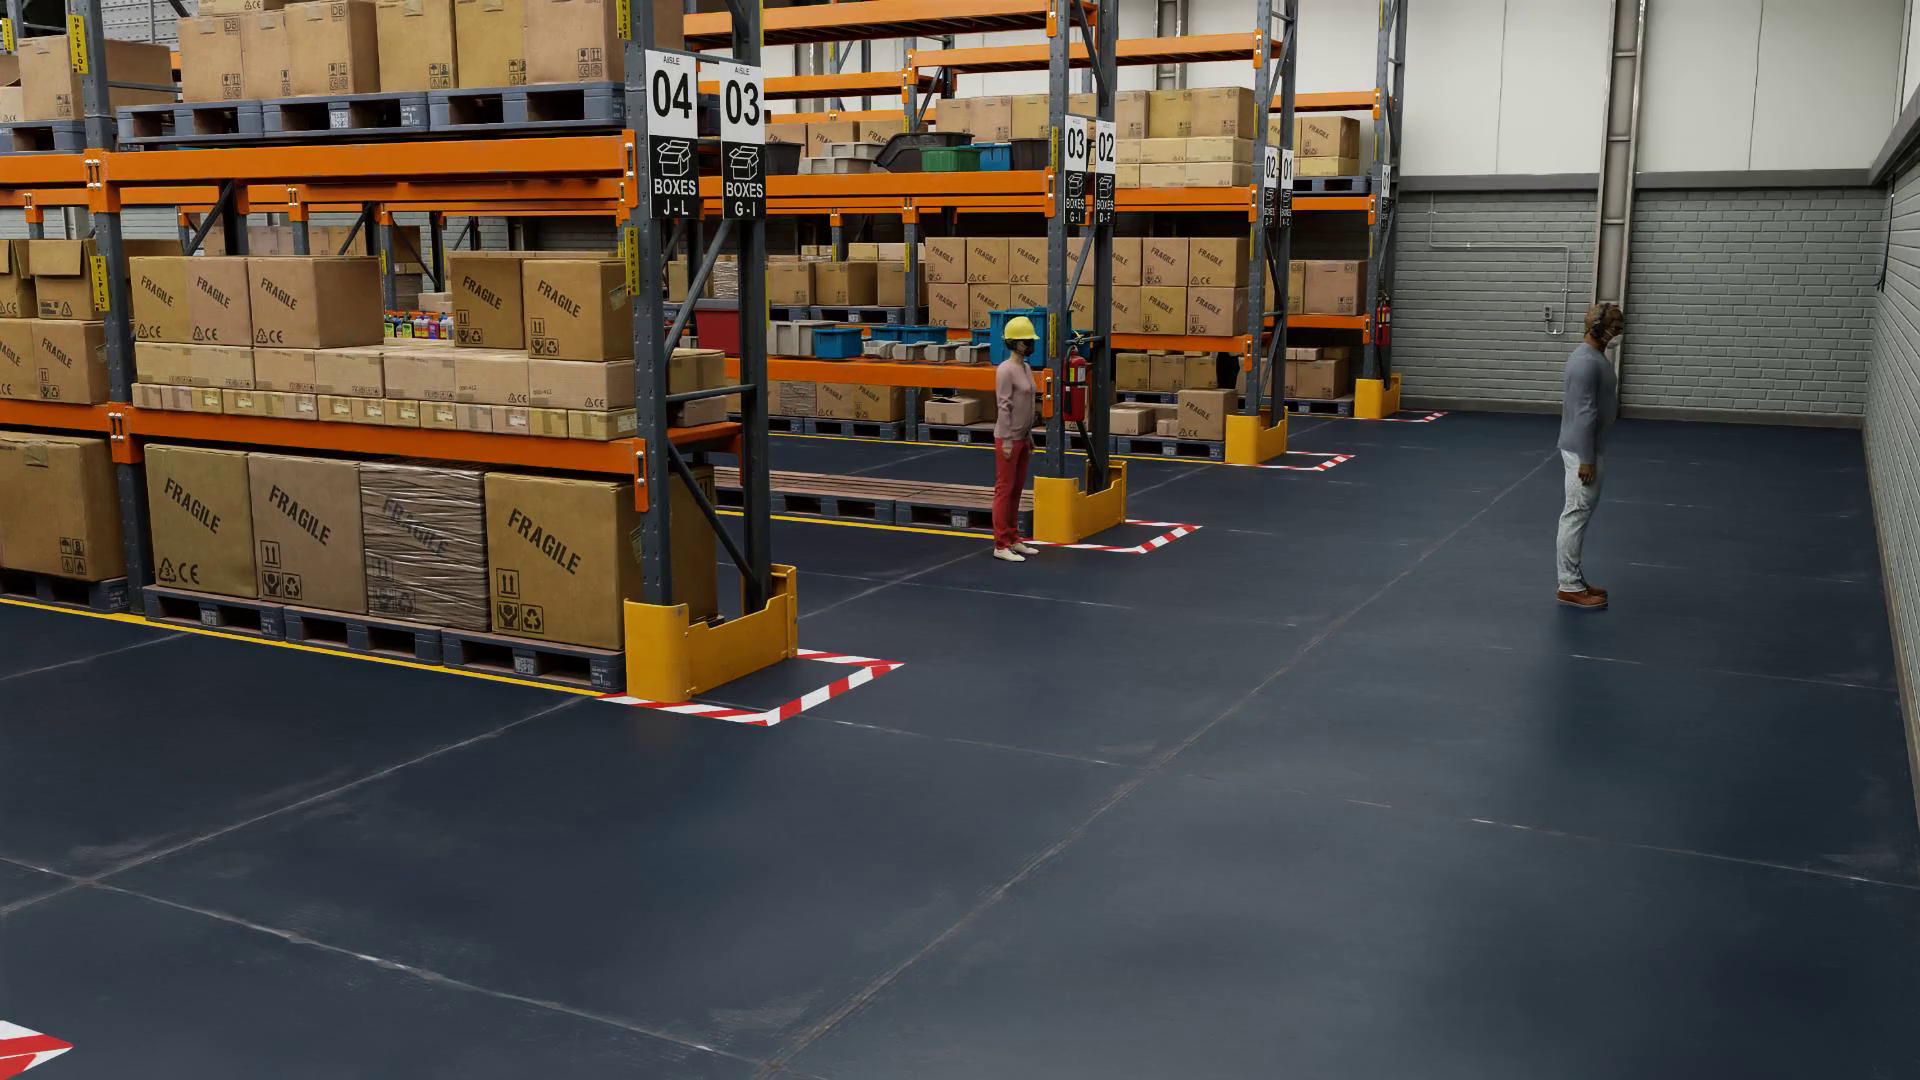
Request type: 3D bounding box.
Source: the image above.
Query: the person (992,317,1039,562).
[{"bbox_3d":[0.417,-0.735,12.097,0.317,1.769,0.523,4,11,22],"label":"person"}]

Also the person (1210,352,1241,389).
[{"bbox_3d":[3.034,-2.051,18.869,0.370,1.915,0.597,4,11,23],"label":"person"}]

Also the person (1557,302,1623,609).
[{"bbox_3d":[4.002,-0.542,10.592,0.373,1.935,0.628,4,11,23],"label":"person"}]
